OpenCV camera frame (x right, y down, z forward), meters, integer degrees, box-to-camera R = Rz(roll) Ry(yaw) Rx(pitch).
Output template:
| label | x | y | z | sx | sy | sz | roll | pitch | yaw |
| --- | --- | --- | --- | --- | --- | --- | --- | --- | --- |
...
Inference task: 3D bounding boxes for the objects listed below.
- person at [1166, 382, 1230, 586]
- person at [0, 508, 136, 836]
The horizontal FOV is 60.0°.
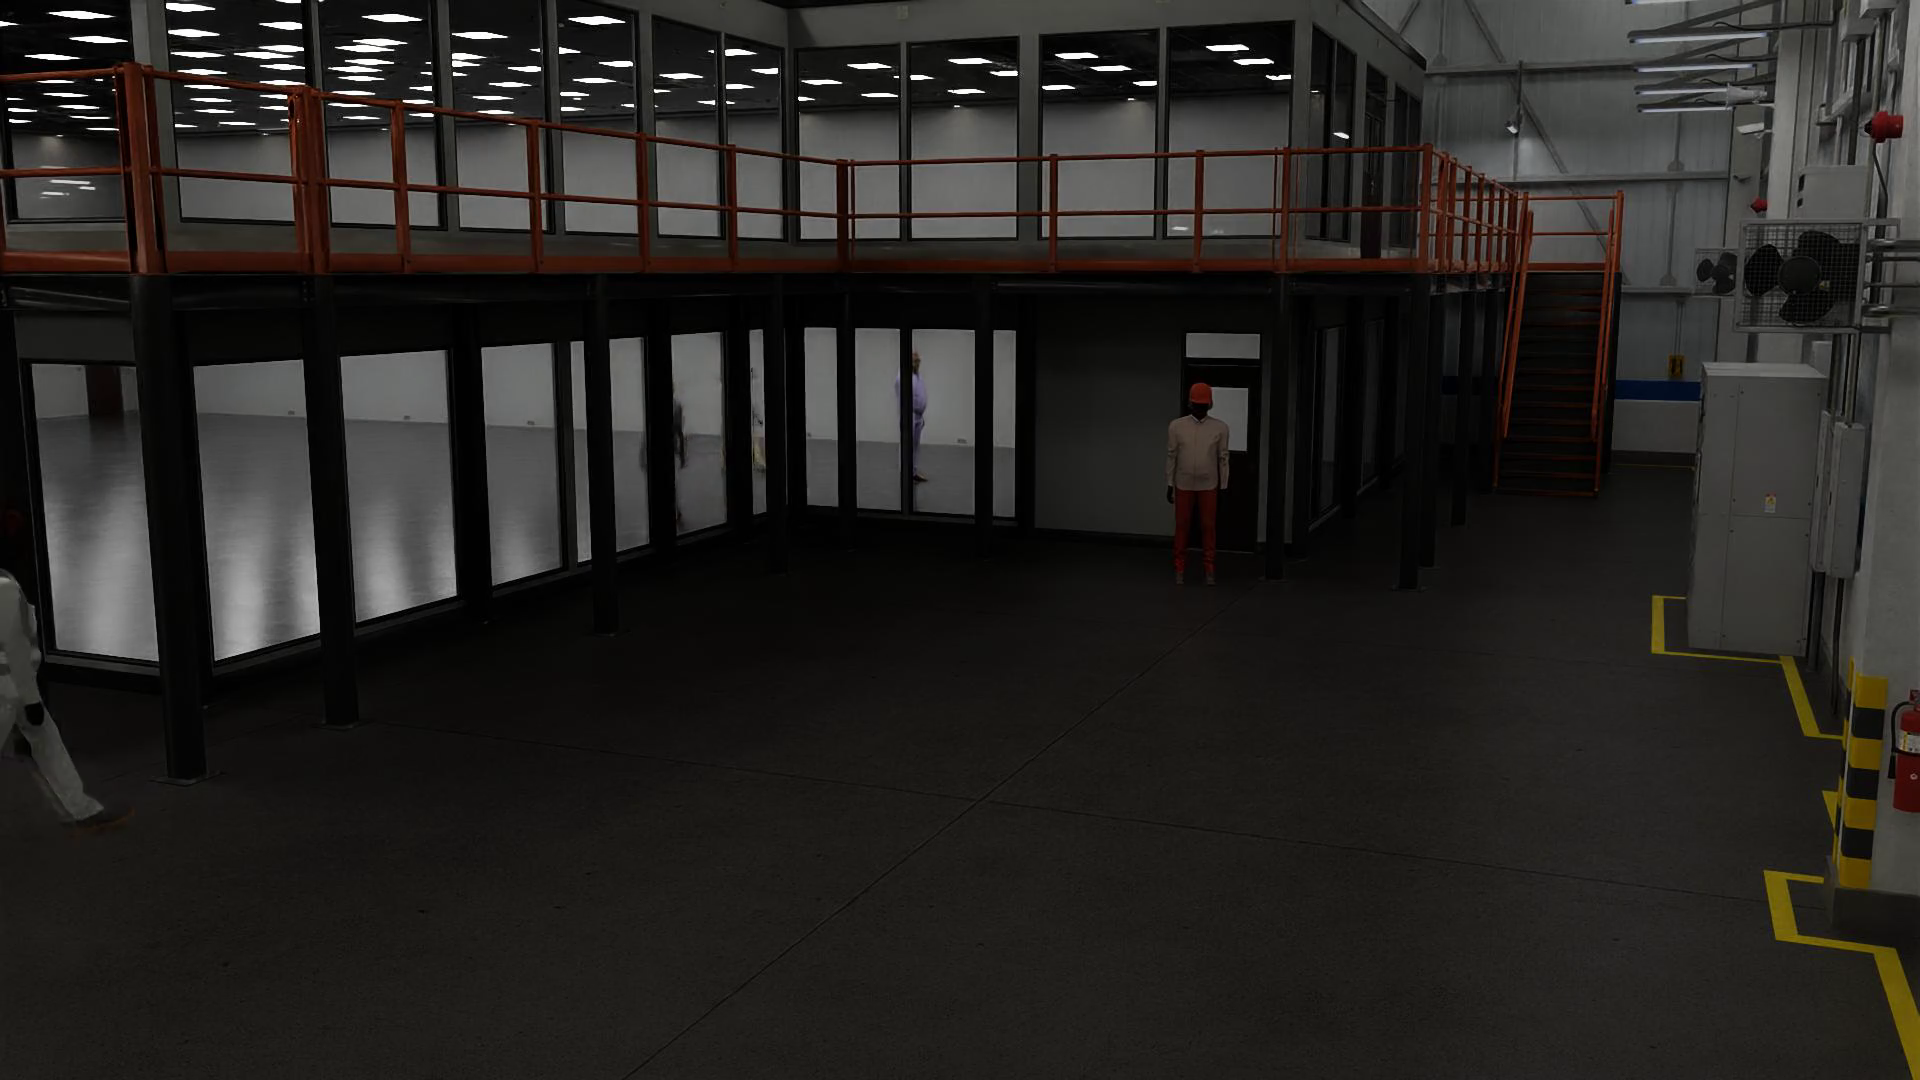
| label | x | y | z | sx | sy | sz | roll | pitch | yaw |
| --- | --- | --- | --- | --- | --- | --- | --- | --- | --- |
| person | 2.303 | -0.537 | 16.143 | 0.612 | 1.986 | 0.406 | 1 | 9 | 8 |
| person | -4.967 | 0.746 | 8.698 | 1.010 | 1.831 | 0.592 | -6 | 11 | -35 |
